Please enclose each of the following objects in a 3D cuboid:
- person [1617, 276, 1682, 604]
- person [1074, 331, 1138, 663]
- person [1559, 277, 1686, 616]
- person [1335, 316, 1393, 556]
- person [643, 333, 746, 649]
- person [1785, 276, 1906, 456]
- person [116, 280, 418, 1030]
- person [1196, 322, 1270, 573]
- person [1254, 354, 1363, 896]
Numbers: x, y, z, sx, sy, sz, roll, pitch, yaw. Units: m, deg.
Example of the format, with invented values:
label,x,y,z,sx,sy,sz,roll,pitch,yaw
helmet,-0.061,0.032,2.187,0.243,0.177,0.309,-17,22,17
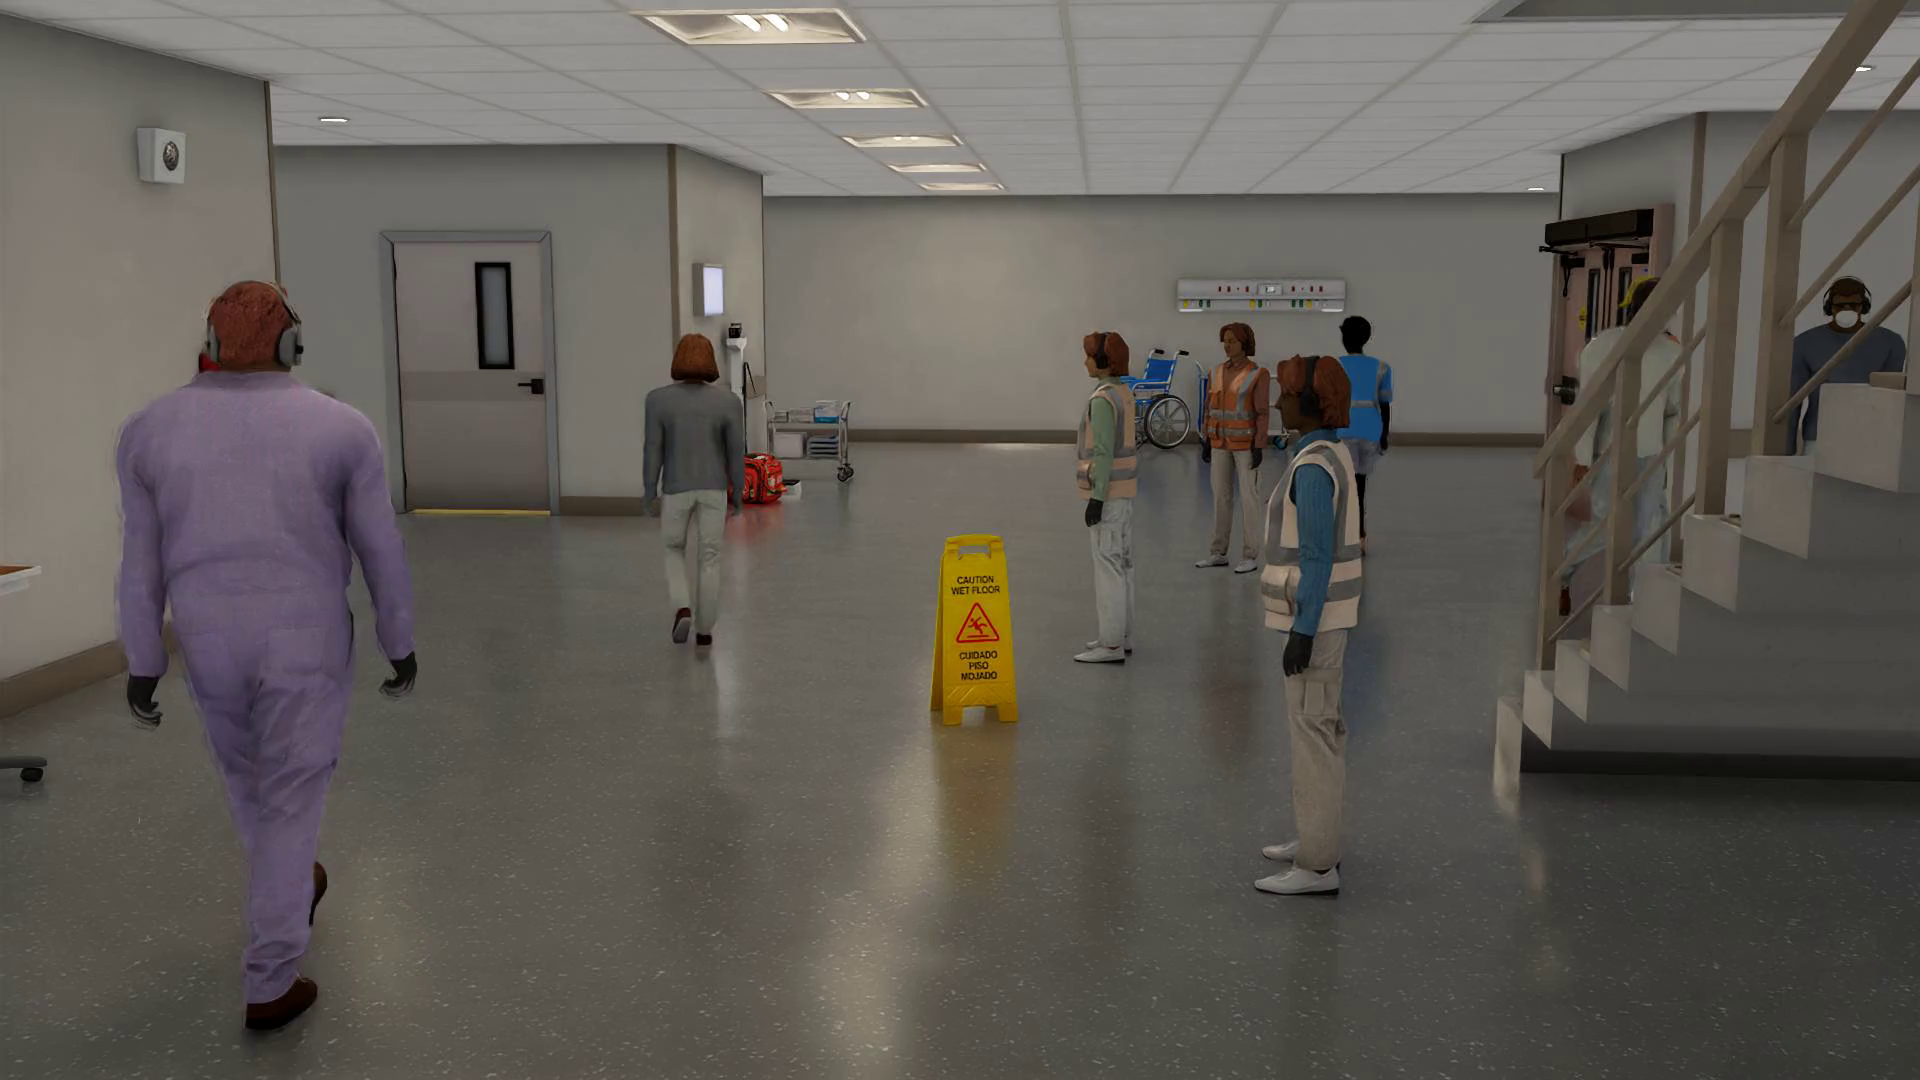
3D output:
label,x,y,z,sx,sy,sz,roll,pitch,yaw
person,4.021,-0.580,9.787,0.386,1.926,0.591,7,11,38
person,0.730,-0.210,8.245,0.308,1.639,0.524,3,9,17
person,3.522,-0.439,8.901,0.641,1.912,0.574,-3,9,-17
person,2.743,-0.748,11.794,0.549,1.655,0.800,-2,9,-13
person,-1.356,-0.243,8.506,0.529,1.620,0.355,-1,8,-8
person,5.054,-0.544,9.568,0.636,1.928,0.391,3,9,19
person,-1.789,0.254,4.368,0.681,1.850,0.992,-1,8,-4
person,1.811,-0.608,10.954,0.307,1.641,0.514,-8,11,-42
person,1.067,0.258,5.069,0.306,1.639,0.524,2,9,16
